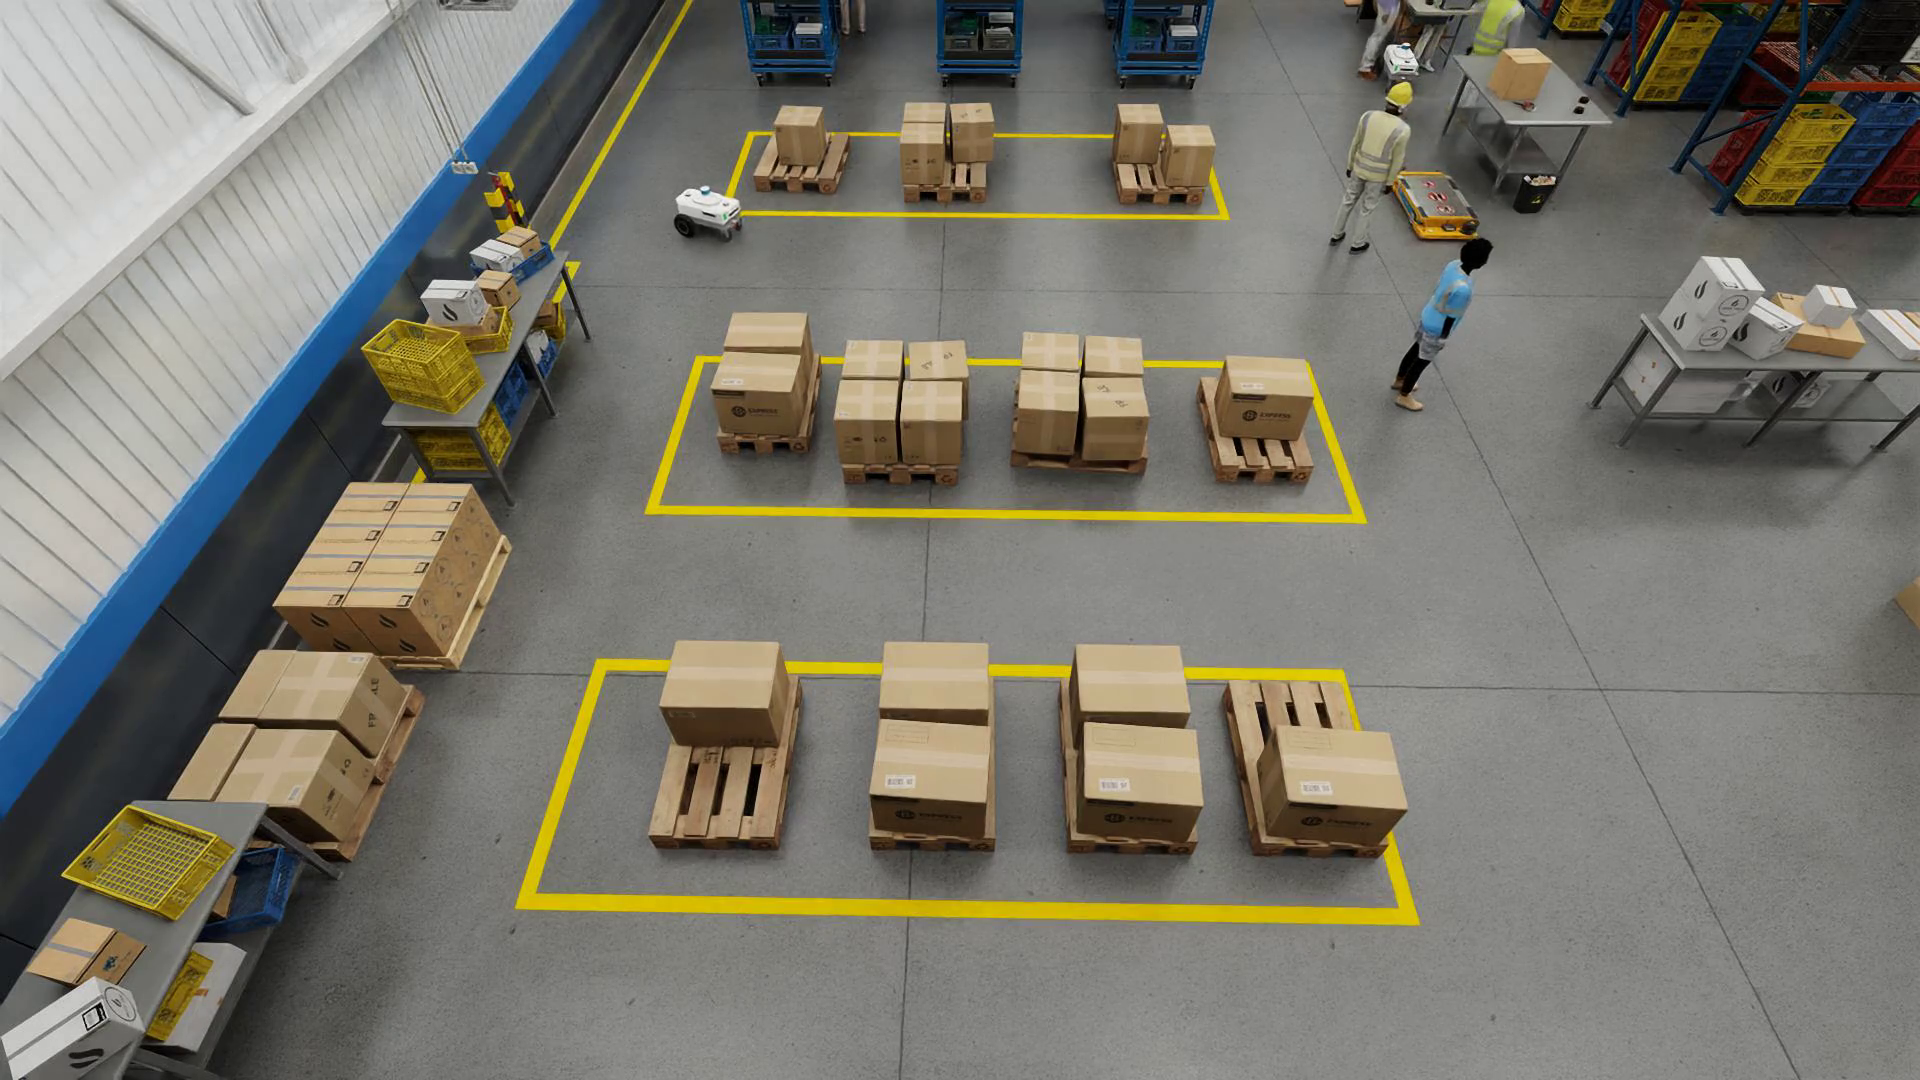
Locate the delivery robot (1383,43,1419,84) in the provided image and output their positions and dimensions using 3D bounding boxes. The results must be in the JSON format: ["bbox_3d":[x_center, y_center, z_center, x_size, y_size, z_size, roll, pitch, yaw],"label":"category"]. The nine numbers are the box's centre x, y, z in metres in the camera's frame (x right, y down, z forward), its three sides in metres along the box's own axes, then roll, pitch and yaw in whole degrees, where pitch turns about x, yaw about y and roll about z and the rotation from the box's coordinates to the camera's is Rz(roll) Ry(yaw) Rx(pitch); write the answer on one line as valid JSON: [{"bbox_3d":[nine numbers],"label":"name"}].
[{"bbox_3d":[6.375,-6.918,13.257,0.477,0.478,0.707,4,49,3],"label":"delivery robot"}]

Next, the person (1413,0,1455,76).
[{"bbox_3d":[6.932,-7.568,13.175,0.515,1.630,0.320,-22,53,-18],"label":"person"}]

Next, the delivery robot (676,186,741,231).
[{"bbox_3d":[-2.899,-3.839,10.592,0.707,0.478,0.477,19,52,16],"label":"delivery robot"}]

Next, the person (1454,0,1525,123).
[{"bbox_3d":[7.001,-6.446,12.068,0.502,1.825,0.662,-20,52,-17],"label":"person"}]

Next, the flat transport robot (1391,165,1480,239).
[{"bbox_3d":[5.692,-4.094,11.059,0.652,0.197,1.431,1,49,1],"label":"flat transport robot"}]

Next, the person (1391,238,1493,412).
[{"bbox_3d":[4.319,-1.949,8.264,0.321,1.696,0.536,10,50,8],"label":"person"}]

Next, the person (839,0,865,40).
[{"bbox_3d":[-1.676,-8.741,13.963,0.620,1.980,0.410,-19,52,-16],"label":"person"}]

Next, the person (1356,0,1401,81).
[{"bbox_3d":[6.108,-7.591,12.998,0.371,1.932,0.630,27,54,21],"label":"person"}]

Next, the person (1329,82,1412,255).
[{"bbox_3d":[4.486,-4.024,9.972,0.404,1.833,0.592,-32,56,-25],"label":"person"}]
